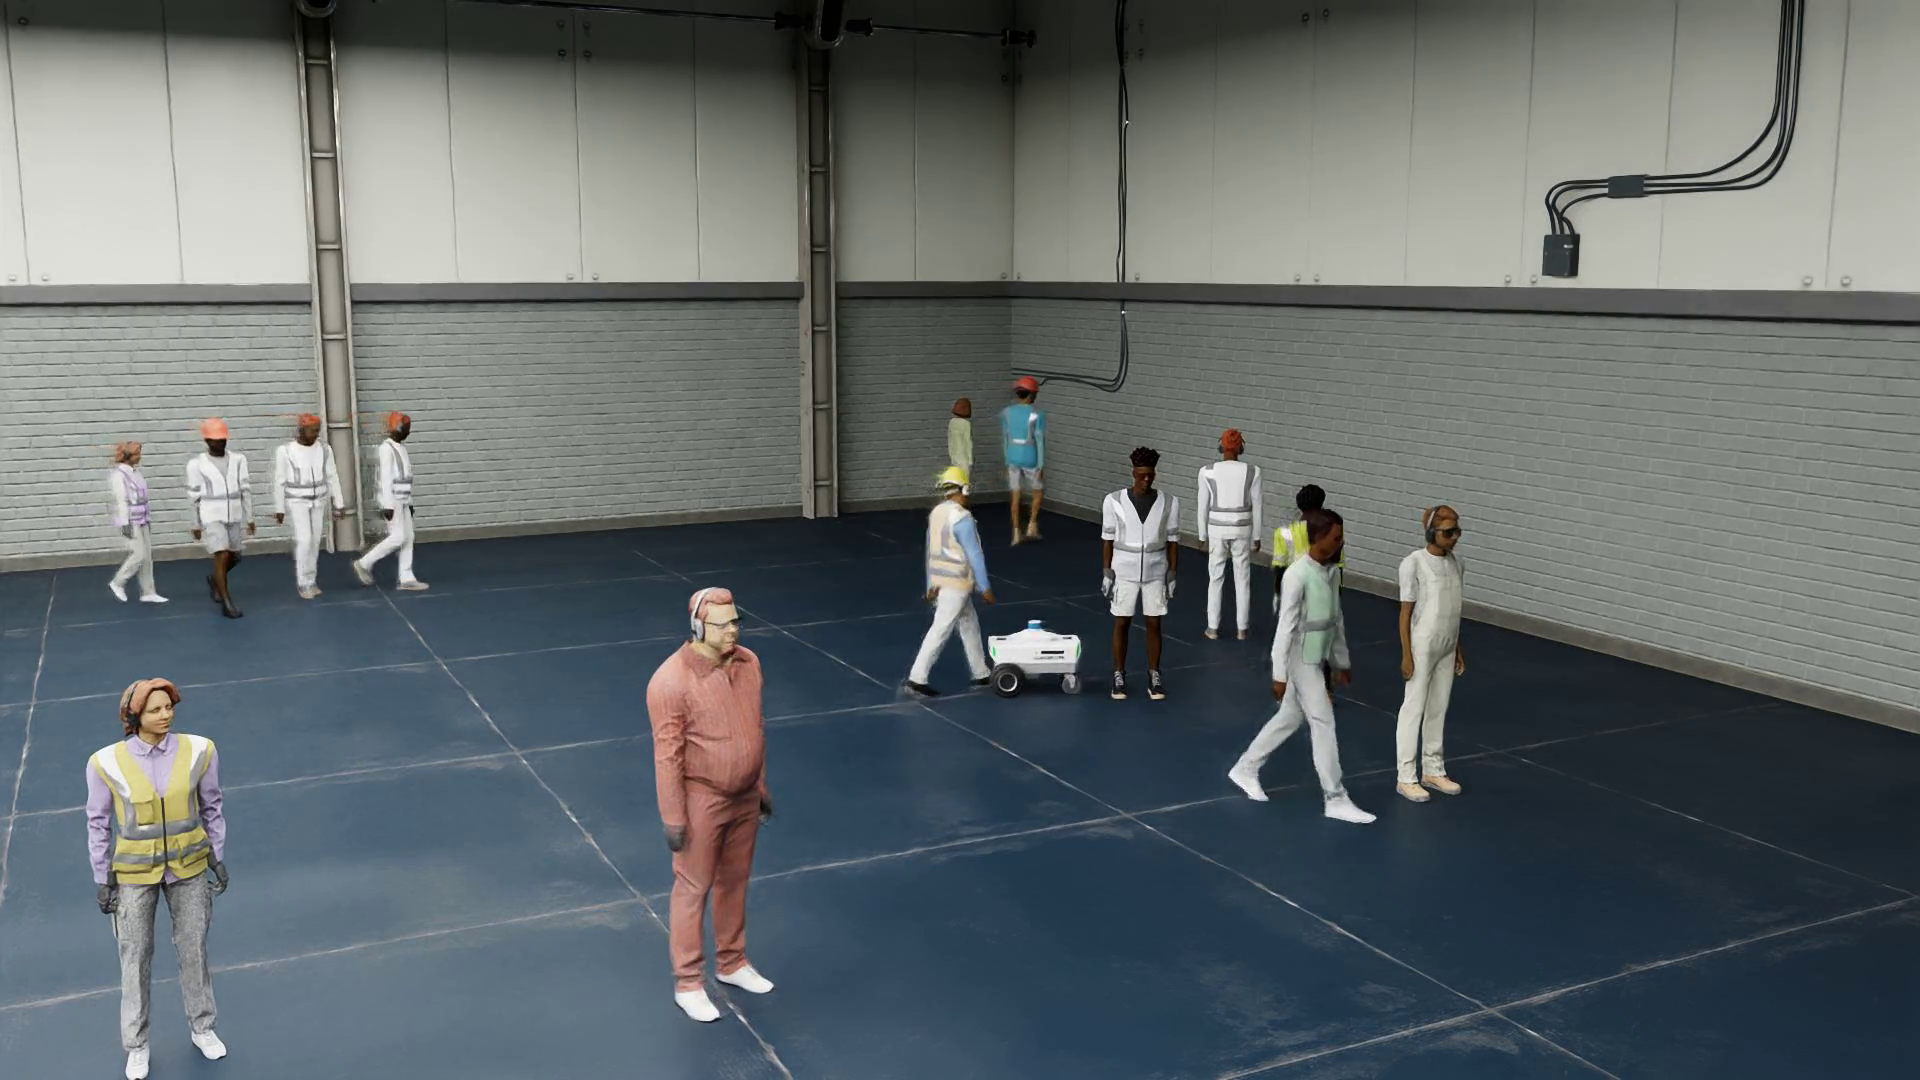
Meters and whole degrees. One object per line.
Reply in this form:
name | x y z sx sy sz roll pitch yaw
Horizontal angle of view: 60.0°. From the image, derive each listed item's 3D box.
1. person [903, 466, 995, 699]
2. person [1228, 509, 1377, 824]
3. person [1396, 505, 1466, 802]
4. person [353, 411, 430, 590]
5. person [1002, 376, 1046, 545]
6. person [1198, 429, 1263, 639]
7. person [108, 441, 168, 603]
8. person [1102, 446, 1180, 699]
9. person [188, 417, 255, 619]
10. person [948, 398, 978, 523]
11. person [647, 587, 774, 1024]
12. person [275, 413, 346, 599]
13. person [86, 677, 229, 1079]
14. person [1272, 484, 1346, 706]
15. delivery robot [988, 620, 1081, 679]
person | -0.071 0.327 12.848 0.903 1.775 0.604 -3 10 -20
person | 2.065 0.726 10.070 0.955 1.880 0.603 6 11 32
person | 2.941 0.695 10.350 0.511 1.844 0.341 -6 11 -31
person | -5.847 -0.395 17.083 0.659 1.848 0.626 -1 9 -4
person | 0.786 -0.953 19.937 0.616 2.022 0.523 5 11 29
person | 2.400 -0.046 14.802 0.574 1.883 0.355 1 9 8
person | -8.096 -0.163 16.292 0.456 1.622 0.543 -1 9 -3
person | 1.383 0.253 12.734 0.603 1.958 0.375 0 9 0
person | -7.087 -0.232 15.866 0.779 1.914 0.544 8 12 40
person | 0.026 -1.033 21.643 0.265 1.632 0.508 -6 11 -31
person | -1.068 1.147 7.374 0.403 1.906 0.650 6 11 34
person | -6.530 -0.342 16.697 0.610 1.854 0.601 8 12 39
person | -3.280 1.367 6.826 0.520 1.645 0.307 -7 11 -36
person | 2.600 0.429 12.445 0.540 1.695 0.318 1 9 8
delivery robot | 0.581 0.869 12.953 0.707 0.478 0.477 -1 9 -4
